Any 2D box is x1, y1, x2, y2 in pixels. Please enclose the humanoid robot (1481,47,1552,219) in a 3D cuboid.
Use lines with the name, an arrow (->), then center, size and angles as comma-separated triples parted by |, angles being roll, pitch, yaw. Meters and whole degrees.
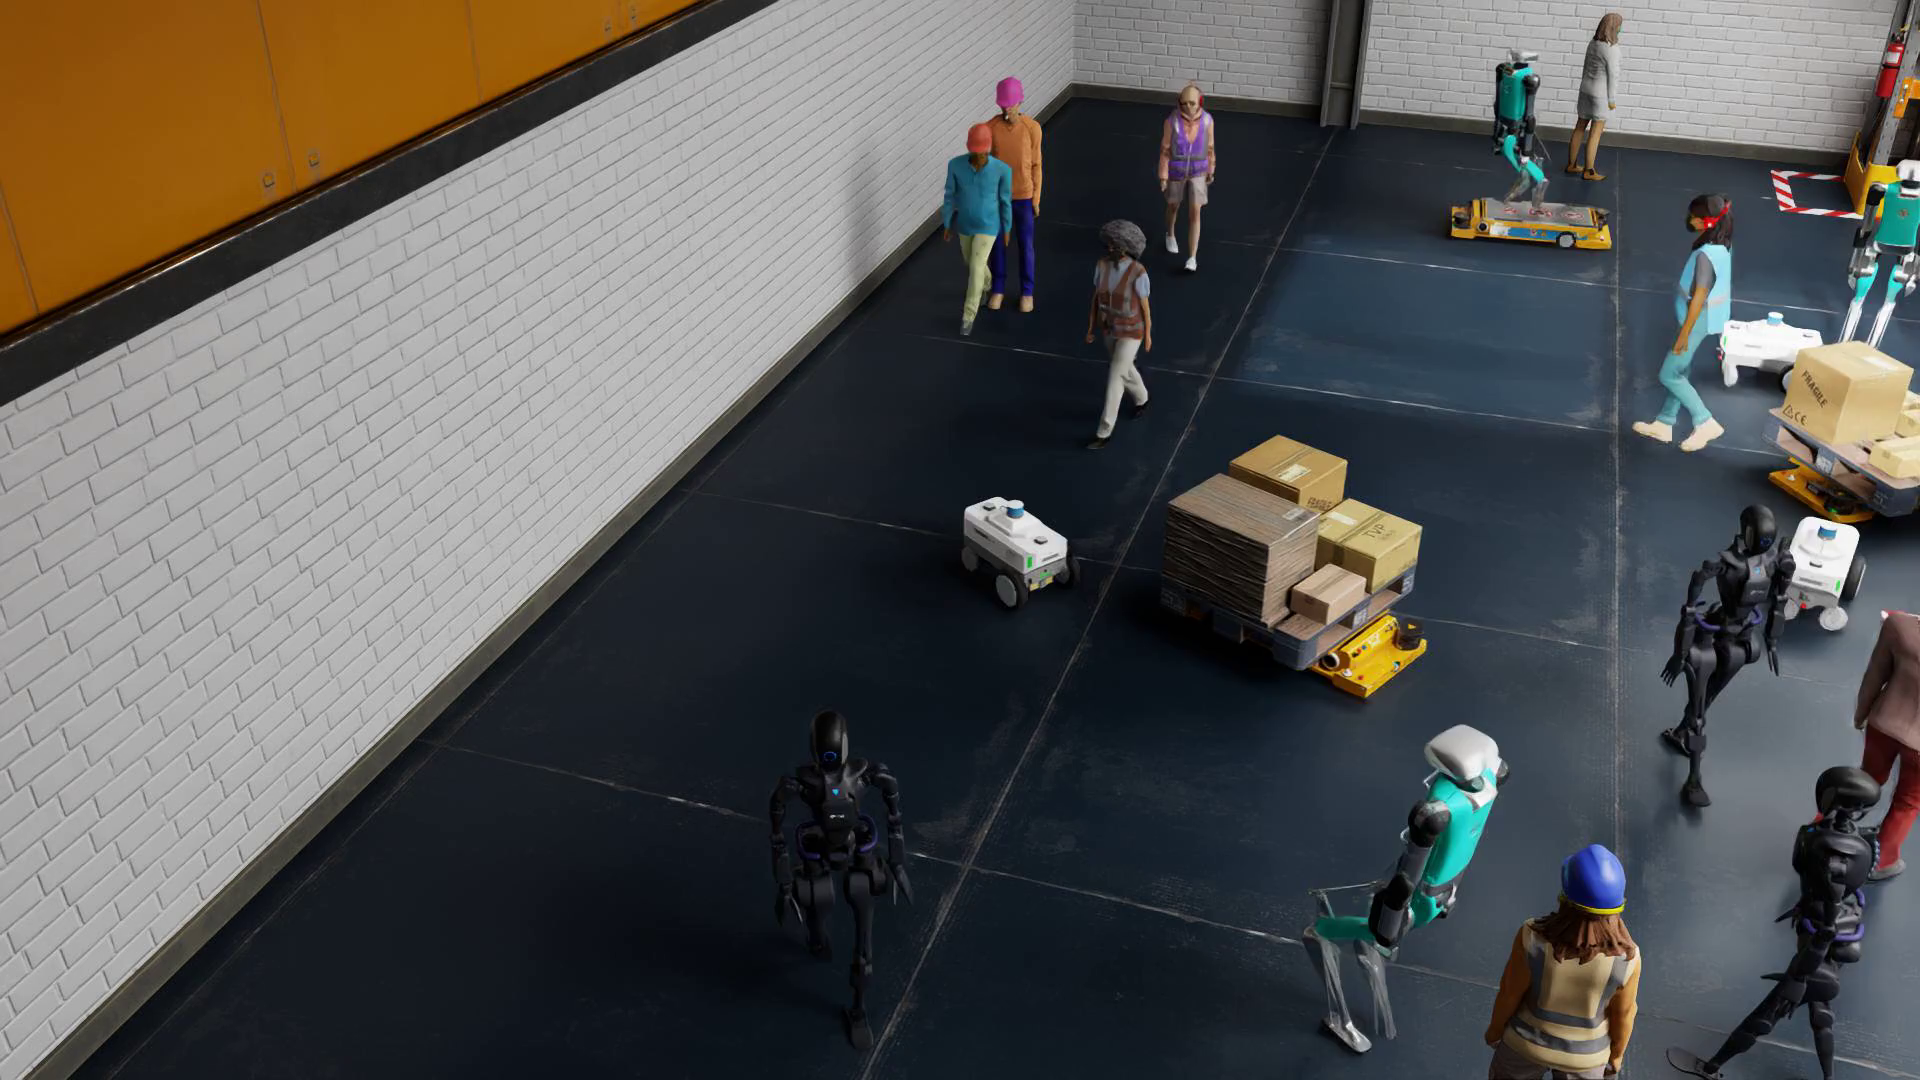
humanoid robot -> 5.333, -3.713, 15.516 | 0.837, 1.782, 0.531 | -11, 32, -18

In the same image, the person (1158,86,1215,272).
person -> 2.013, -3.235, 14.762 | 0.523, 1.635, 0.900 | 1, 30, 2

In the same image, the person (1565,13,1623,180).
person -> 6.502, -4.515, 16.932 | 0.339, 1.659, 0.480 | -10, 32, -17

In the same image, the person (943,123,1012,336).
person -> 0.154, -2.627, 13.674 | 0.572, 1.705, 0.868 | 12, 33, 20

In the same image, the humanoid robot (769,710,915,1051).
humanoid robot -> -0.503, 1.327, 7.003 | 0.595, 1.637, 0.629 | -6, 31, -10

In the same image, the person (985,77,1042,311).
person -> 0.419, -2.867, 13.826 | 0.516, 1.974, 0.397 | 4, 31, 7

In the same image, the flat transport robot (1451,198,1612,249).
flat transport robot -> 5.388, -2.994, 15.719 | 1.431, 0.231, 0.659 | 7, 31, 13

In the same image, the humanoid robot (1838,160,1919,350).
humanoid robot -> 7.108, -2.116, 12.789 | 0.537, 1.764, 0.807 | 14, 33, 22

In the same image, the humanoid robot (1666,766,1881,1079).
humanoid robot -> 3.351, 1.564, 6.601 | 0.720, 1.624, 0.599 | 14, 33, 22

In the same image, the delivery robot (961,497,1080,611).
delivery robot -> 0.342, 0.037, 10.272 | 0.499, 0.587, 0.789 | -21, 36, -31

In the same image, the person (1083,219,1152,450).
person -> 1.169, -1.520, 11.853 | 0.457, 1.639, 0.837 | 26, 39, 37

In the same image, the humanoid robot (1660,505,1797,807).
humanoid robot -> 3.863, 0.532, 8.350 | 0.597, 1.630, 0.689 | -4, 31, -7

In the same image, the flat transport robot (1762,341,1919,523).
flat transport robot -> 6.346, -0.426, 11.351 | 1.431, 0.231, 0.659 | -9, 32, -14

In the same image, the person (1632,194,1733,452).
person -> 5.159, -1.478, 11.598 | 0.522, 1.861, 0.578 | 16, 34, 26

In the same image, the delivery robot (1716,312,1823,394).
delivery robot -> 6.252, -1.445, 12.817 | 0.781, 0.610, 0.515 | 10, 32, 16

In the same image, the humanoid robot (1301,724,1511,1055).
humanoid robot -> 1.718, 1.436, 6.797 | 0.542, 1.832, 0.784 | -25, 38, -35

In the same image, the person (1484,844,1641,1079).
person -> 2.160, 1.820, 6.035 | 0.479, 1.781, 0.298 | 9, 32, 15

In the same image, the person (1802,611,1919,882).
person -> 4.334, 0.889, 7.657 | 0.543, 1.752, 0.522 | -15, 34, -24

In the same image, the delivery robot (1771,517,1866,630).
delivery robot -> 5.206, 0.163, 10.085 | 0.512, 0.614, 0.785 | 18, 35, 28

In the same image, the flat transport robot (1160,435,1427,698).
flat transport robot -> 1.968, 0.450, 9.859 | 1.431, 0.231, 0.659 | 26, 39, 37
